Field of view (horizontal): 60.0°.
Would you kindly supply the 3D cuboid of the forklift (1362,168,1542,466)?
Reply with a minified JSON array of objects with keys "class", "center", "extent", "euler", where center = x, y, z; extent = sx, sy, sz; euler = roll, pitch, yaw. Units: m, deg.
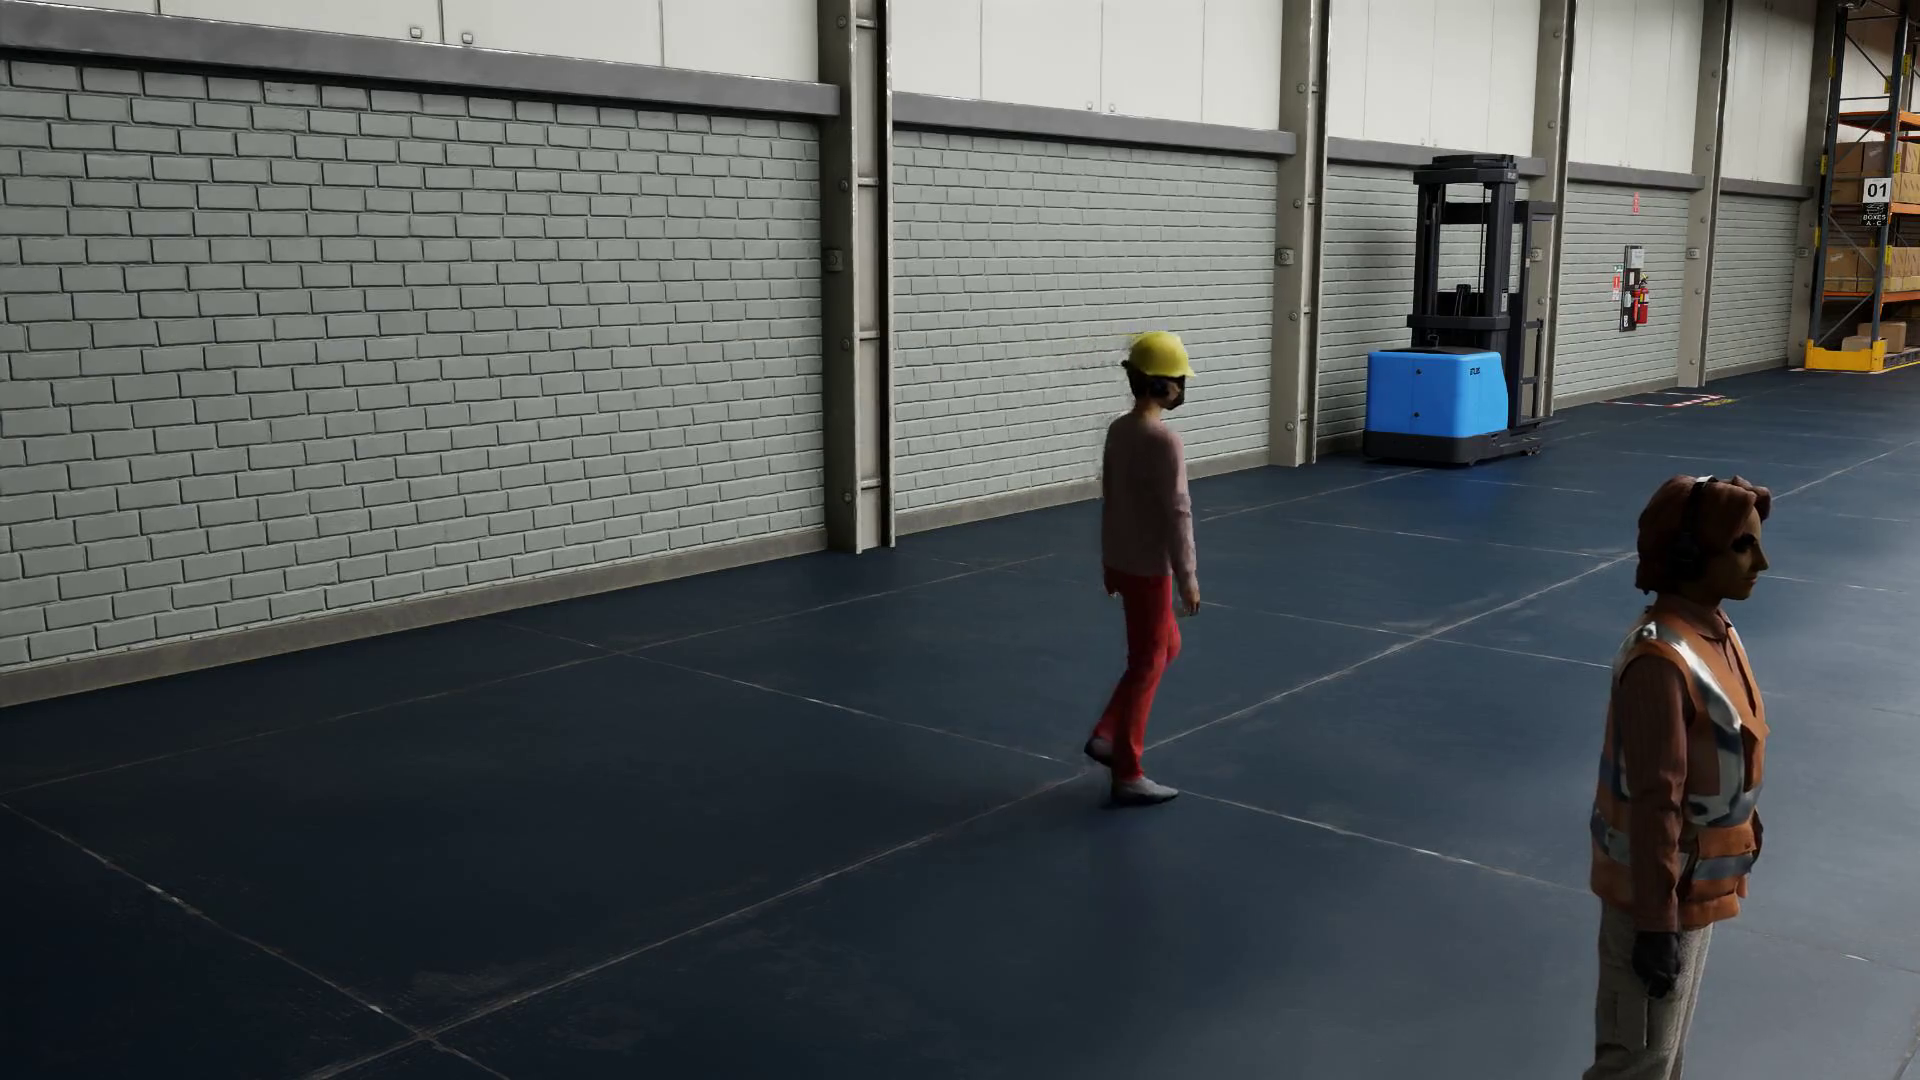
[{"class":"forklift","center":[4.875,-2.212,16.287],"extent":[1.129,2.768,1.873],"euler":[8,13,40]}]

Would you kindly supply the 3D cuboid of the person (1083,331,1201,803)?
[{"class":"person","center":[0.702,0.110,6.173],"extent":[0.389,1.755,0.533],"euler":[-2,10,-13]}]

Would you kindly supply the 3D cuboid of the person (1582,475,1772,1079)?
[{"class":"person","center":[1.363,0.686,3.197],"extent":[0.306,1.639,0.523],"euler":[6,12,31]}]
